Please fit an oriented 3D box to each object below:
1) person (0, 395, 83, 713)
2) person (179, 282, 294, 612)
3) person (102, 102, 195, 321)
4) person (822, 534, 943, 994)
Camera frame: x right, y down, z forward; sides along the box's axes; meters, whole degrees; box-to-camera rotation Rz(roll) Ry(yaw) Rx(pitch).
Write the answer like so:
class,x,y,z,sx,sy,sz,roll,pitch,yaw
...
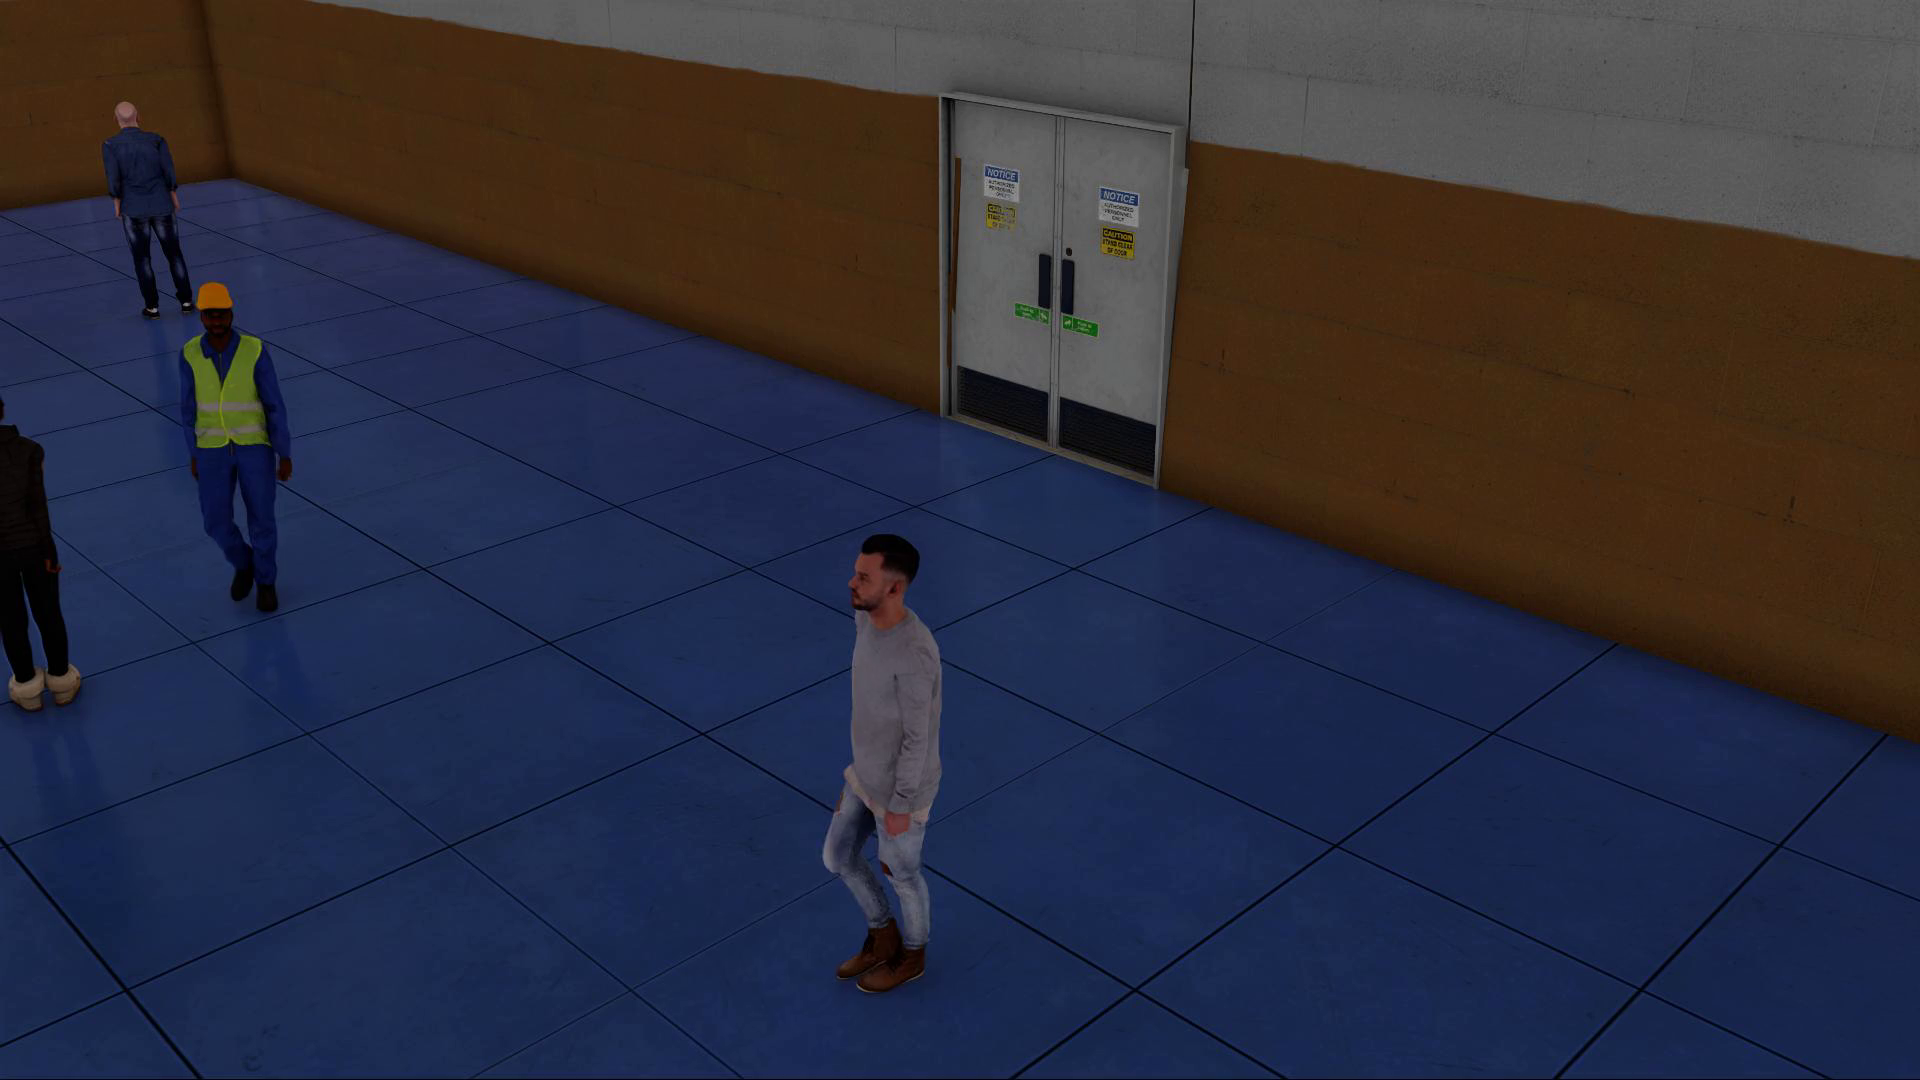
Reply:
class,x,y,z,sx,sy,sz,roll,pitch,yaw
person,-4.440,0.057,7.825,0.670,1.662,0.617,9,25,19
person,-3.887,-0.518,8.956,0.772,1.808,0.872,-6,24,-13
person,-6.915,-2.803,14.157,0.587,1.825,0.813,-16,28,-32
person,-0.175,0.805,5.905,0.727,1.830,0.775,-12,26,-25
